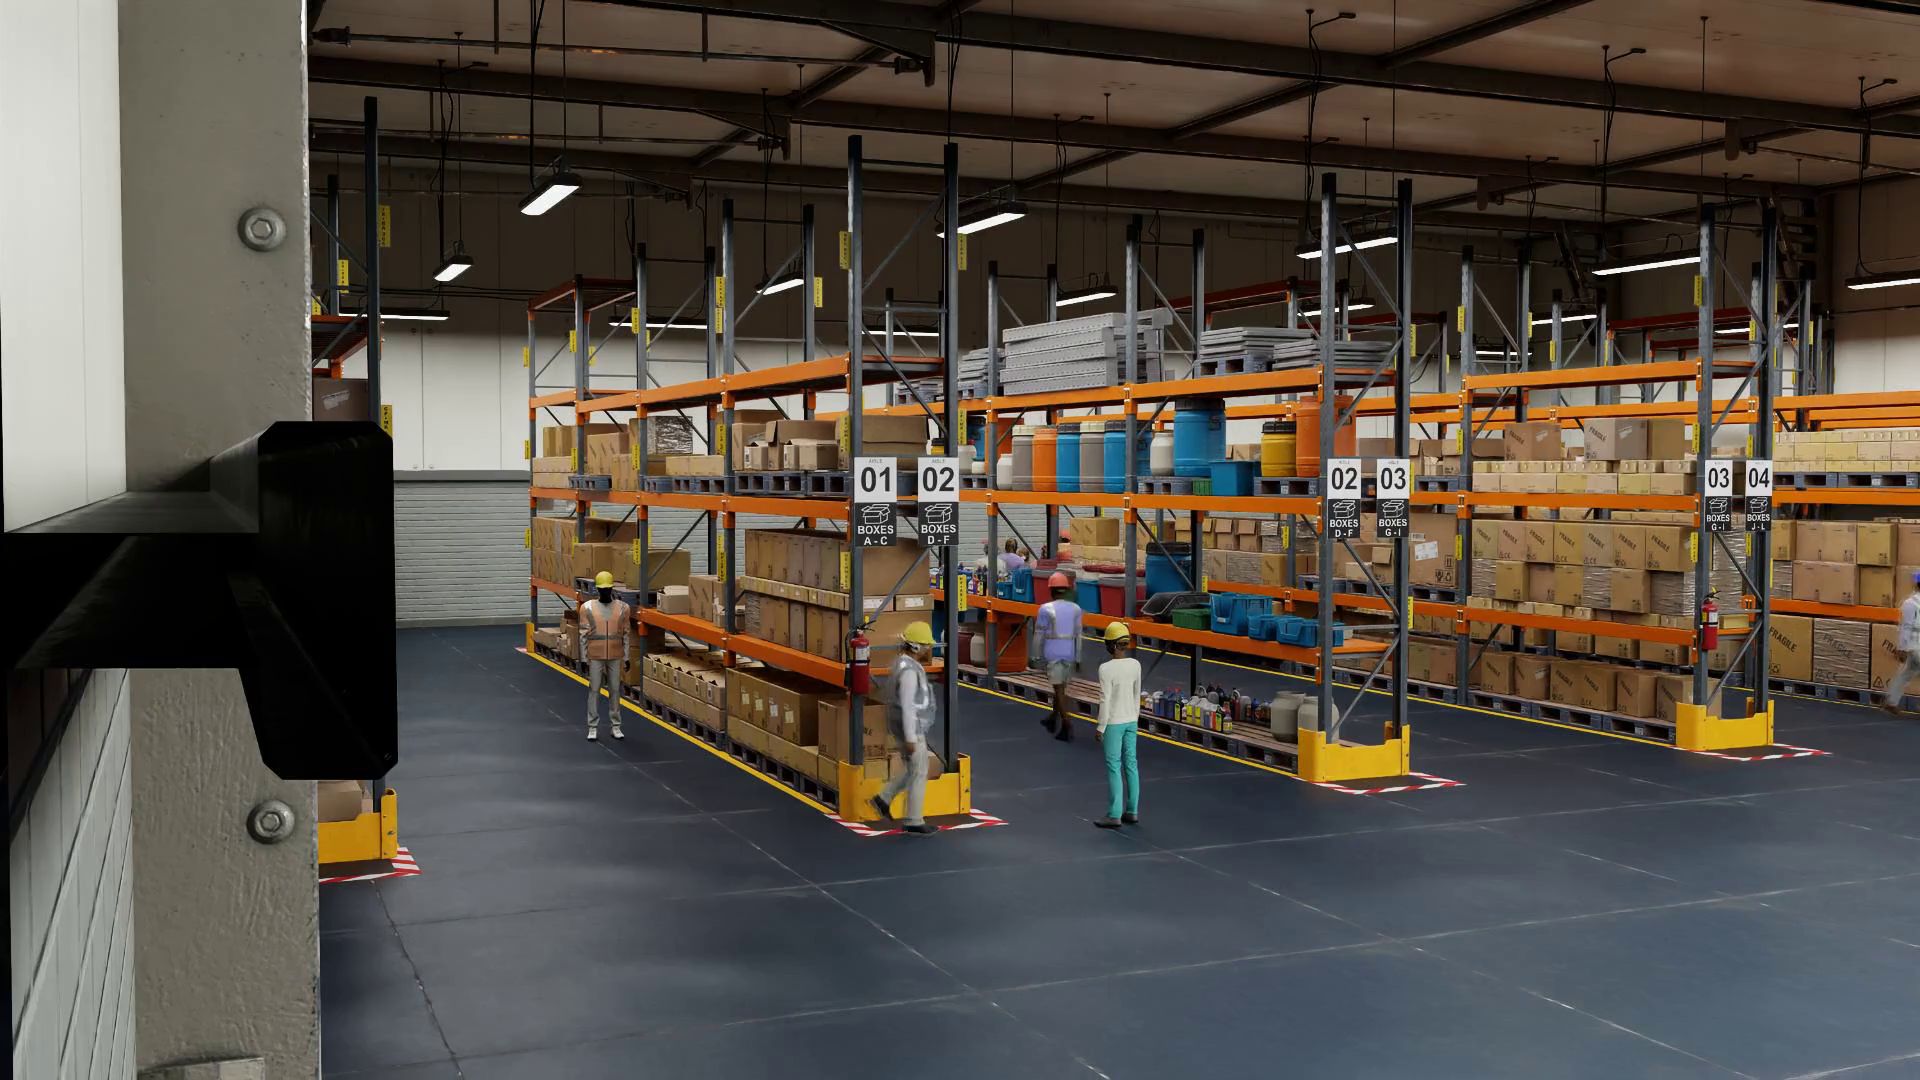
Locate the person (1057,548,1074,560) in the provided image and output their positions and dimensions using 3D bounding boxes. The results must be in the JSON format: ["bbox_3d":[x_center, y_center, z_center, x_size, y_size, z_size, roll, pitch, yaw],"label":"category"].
[{"bbox_3d":[1.547,1.077,27.070,0.543,1.915,0.502,-1,2,-26],"label":"person"}]

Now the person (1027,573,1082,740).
[{"bbox_3d":[1.076,1.328,20.721,0.570,1.891,0.941,-1,3,-29],"label":"person"}]

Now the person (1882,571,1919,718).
[{"bbox_3d":[11.823,1.291,22.035,0.599,1.890,1.046,-2,3,-38],"label":"person"}]

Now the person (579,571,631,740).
[{"bbox_3d":[-4.065,1.321,20.543,0.590,1.927,0.367,-1,2,-21],"label":"person"}]

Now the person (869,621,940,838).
[{"bbox_3d":[-0.448,1.586,15.120,0.527,1.811,0.613,0,2,-4],"label":"person"}]

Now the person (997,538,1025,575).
[{"bbox_3d":[0.873,0.930,30.671,0.628,1.935,0.373,2,3,36],"label":"person"}]

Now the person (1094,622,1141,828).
[{"bbox_3d":[1.361,1.593,15.532,0.310,1.768,0.533,2,3,44],"label":"person"}]

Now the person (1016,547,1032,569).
[{"bbox_3d":[1.179,0.932,34.623,0.505,1.613,0.336,0,2,8],"label":"person"}]

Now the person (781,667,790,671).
[{"bbox_3d":[-2.043,1.302,21.988,0.593,1.855,0.572,2,3,43],"label":"person"}]

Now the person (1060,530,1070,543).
[{"bbox_3d":[2.166,0.727,36.713,1.013,1.868,0.544,-1,2,-26],"label":"person"}]

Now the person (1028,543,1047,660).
[{"bbox_3d":[1.419,1.002,29.211,0.640,1.905,0.410,0,2,-11],"label":"person"}]

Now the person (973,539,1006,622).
[{"bbox_3d":[0.532,0.947,29.798,0.628,1.969,0.696,-2,3,-36],"label":"person"}]
